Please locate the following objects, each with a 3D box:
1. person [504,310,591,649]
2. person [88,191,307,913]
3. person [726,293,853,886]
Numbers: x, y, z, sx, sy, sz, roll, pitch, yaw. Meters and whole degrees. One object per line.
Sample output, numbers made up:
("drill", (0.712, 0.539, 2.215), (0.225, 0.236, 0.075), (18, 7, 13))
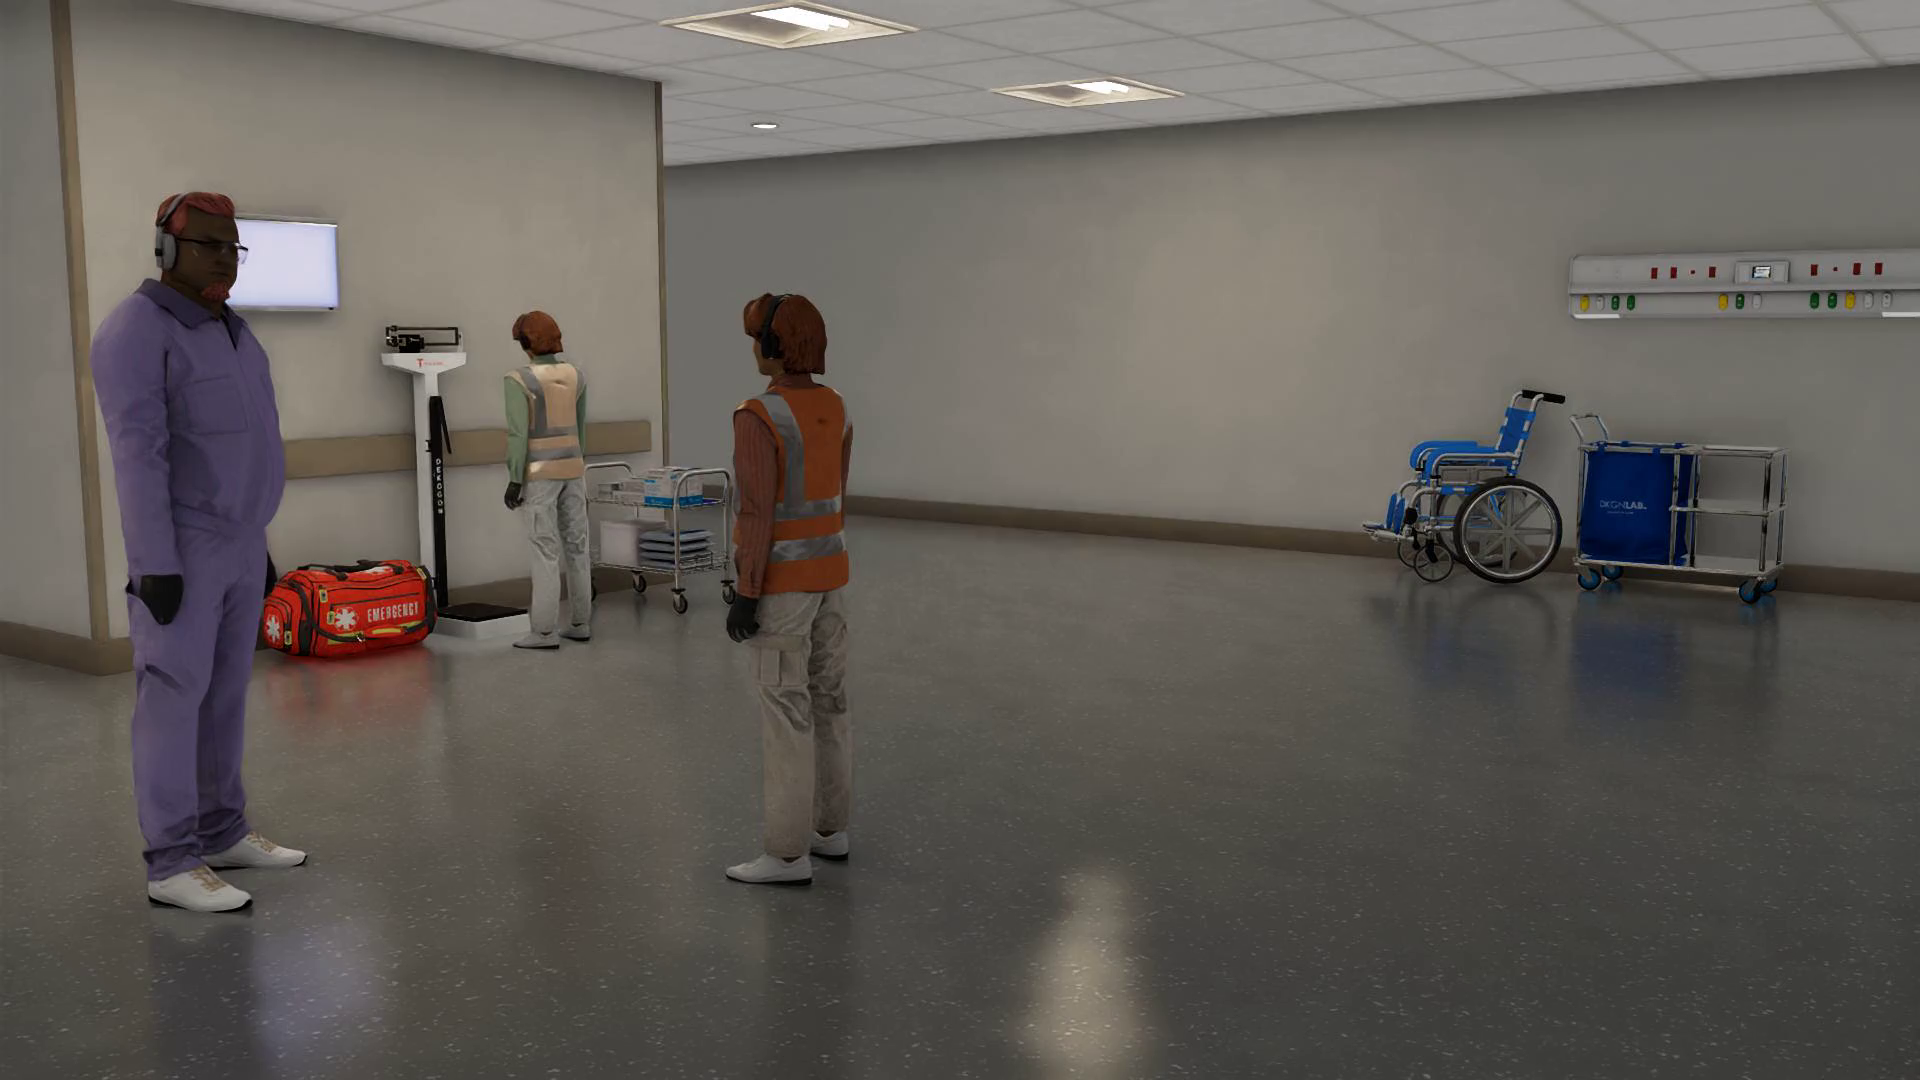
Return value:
("person", (-2.000, -0.288, 8.070), (0.314, 1.639, 0.515), (4, 8, 30))
("person", (-2.033, 0.023, 4.518), (0.401, 1.905, 0.642), (0, 7, 4))
("person", (-0.467, 0.137, 4.648), (0.308, 1.641, 0.517), (3, 8, 25))
